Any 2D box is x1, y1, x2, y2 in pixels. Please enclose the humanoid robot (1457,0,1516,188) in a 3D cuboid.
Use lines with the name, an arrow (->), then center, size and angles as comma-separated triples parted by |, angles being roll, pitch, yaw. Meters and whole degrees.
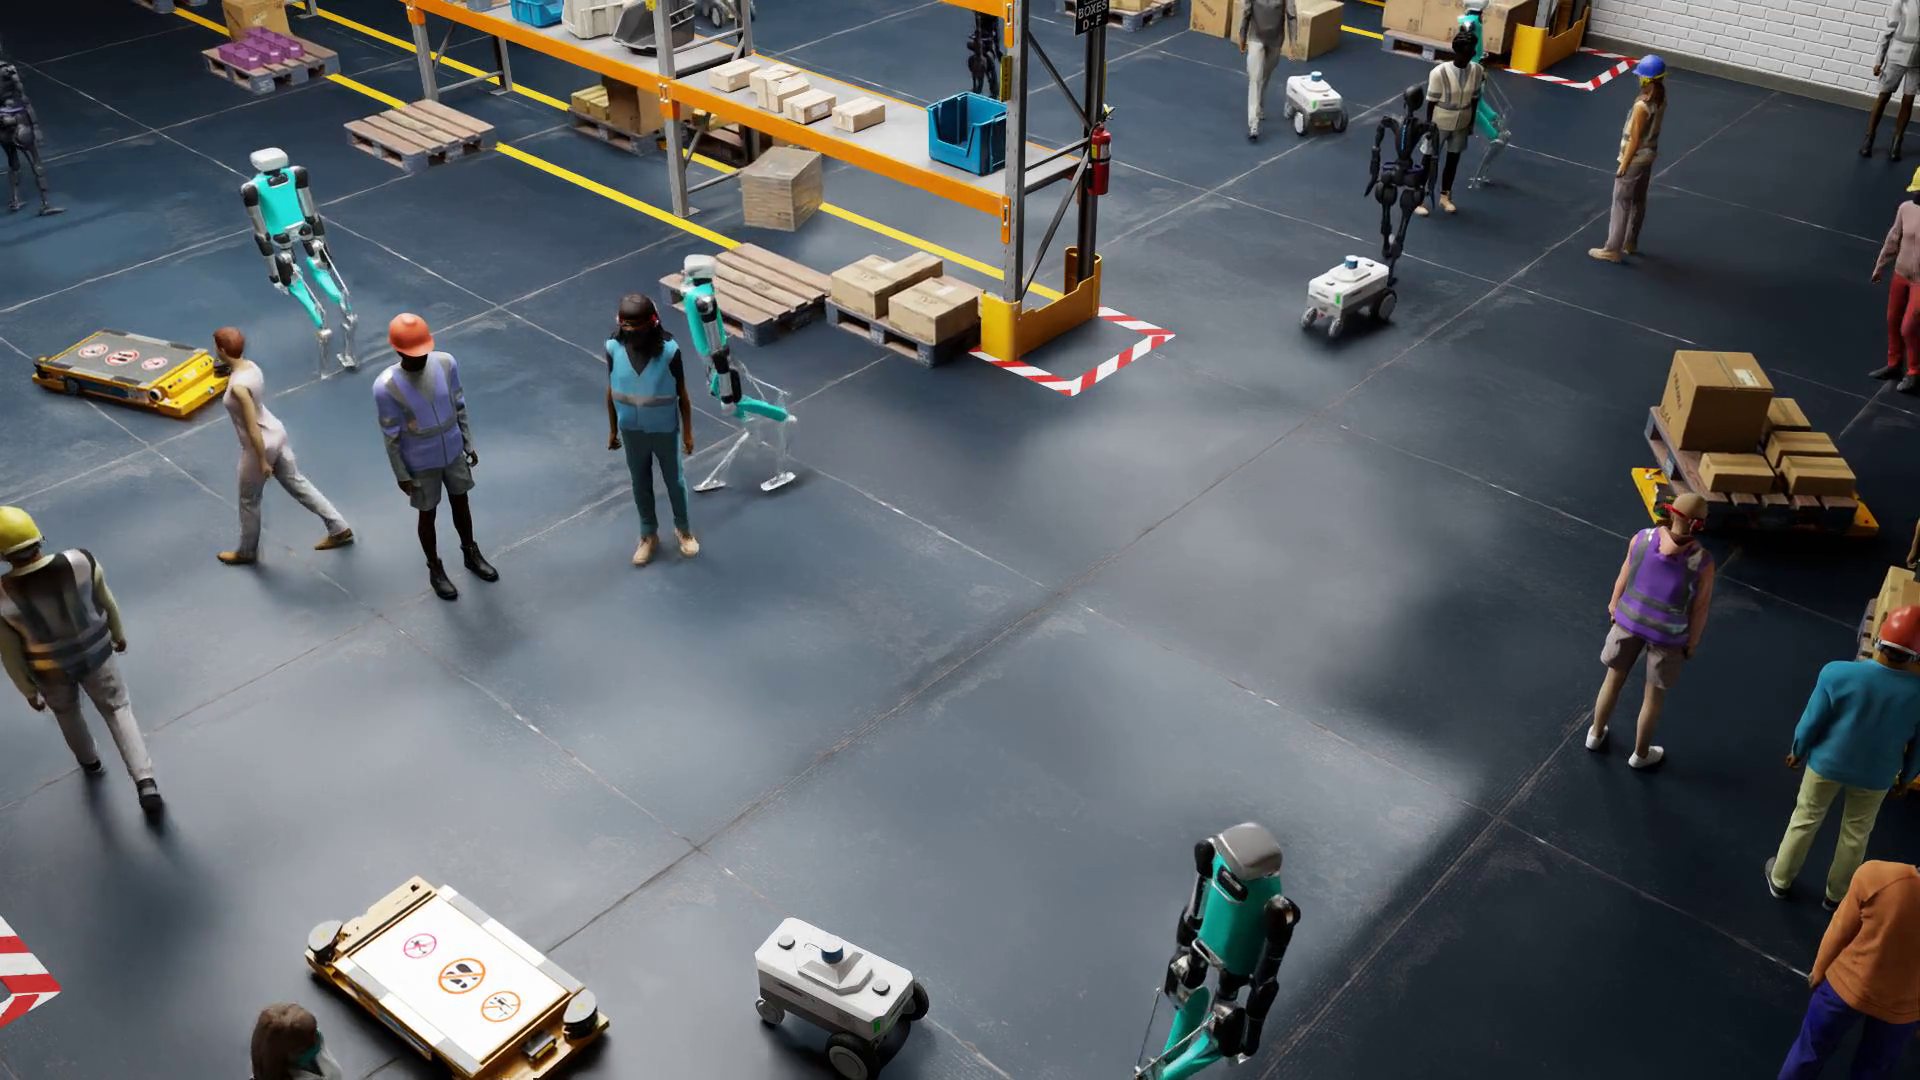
humanoid robot -> 4.945, -4.154, 15.564 | 0.791, 1.804, 0.549 | 12, 36, 17

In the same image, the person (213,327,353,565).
person -> -4.388, -0.590, 10.478 | 0.837, 1.609, 0.467 | -5, 35, -8

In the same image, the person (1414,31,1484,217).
person -> 4.413, -3.754, 14.999 | 0.534, 1.693, 0.320 | -8, 35, -12

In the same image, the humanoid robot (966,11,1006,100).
humanoid robot -> 0.232, -4.913, 16.699 | 0.371, 1.648, 0.586 | 13, 37, 18

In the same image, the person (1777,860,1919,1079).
person -> 3.717, 1.802, 6.708 | 0.518, 1.972, 0.403 | 19, 39, 25

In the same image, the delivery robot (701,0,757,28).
delivery robot -> -2.823, -6.503, 19.985 | 0.499, 0.601, 0.796 | -21, 40, -27

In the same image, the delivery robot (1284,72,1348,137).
delivery robot -> 3.633, -4.487, 17.066 | 0.499, 0.603, 0.792 | -8, 35, -12

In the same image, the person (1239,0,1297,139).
person -> 3.085, -5.019, 16.697 | 0.543, 1.841, 0.987 | 1, 35, 1

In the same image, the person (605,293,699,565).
person -> -1.937, -0.691, 10.417 | 0.549, 1.865, 0.406 | 3, 35, 4

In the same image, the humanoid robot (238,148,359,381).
humanoid robot -> -4.812, -1.989, 12.407 | 0.787, 1.778, 0.530 | 23, 41, 29

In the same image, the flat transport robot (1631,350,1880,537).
flat transport robot -> 5.366, -0.304, 11.250 | 1.431, 0.231, 0.659 | 3, 35, 4

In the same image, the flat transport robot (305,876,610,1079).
flat transport robot -> -2.376, 2.081, 7.796 | 1.431, 0.231, 0.659 | 24, 41, 31

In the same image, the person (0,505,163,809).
person -> -4.583, 0.613, 8.574 | 0.585, 1.799, 0.815 | -23, 41, -30

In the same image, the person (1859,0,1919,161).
person -> 9.154, -4.636, 16.073 | 0.547, 1.925, 0.387 | 13, 37, 18

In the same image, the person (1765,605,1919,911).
person -> 4.293, 1.044, 7.989 | 0.569, 1.749, 0.341 | 15, 37, 20

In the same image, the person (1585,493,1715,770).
person -> 3.682, 0.483, 8.856 | 0.483, 1.691, 0.347 | 28, 44, 34

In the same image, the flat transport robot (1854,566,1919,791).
flat transport robot -> 5.657, 0.987, 9.380 | 0.659, 0.231, 1.431 | 17, 38, 23

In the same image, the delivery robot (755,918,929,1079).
delivery robot -> -0.546, 2.062, 7.584 | 0.788, 0.610, 0.499 | 19, 39, 25

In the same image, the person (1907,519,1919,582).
person -> 5.570, 0.106, 9.283 | 0.499, 1.839, 0.344 | 27, 43, 33

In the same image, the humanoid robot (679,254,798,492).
humanoid robot -> -1.405, -1.096, 11.127 | 0.857, 1.781, 0.583 | -10, 36, -15

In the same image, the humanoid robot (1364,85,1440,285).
humanoid robot -> 3.731, -3.028, 13.993 | 0.608, 1.619, 0.782 | 15, 37, 21

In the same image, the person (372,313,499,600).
person -> -3.186, -0.514, 10.098 | 0.386, 1.929, 0.542 | 28, 43, 34

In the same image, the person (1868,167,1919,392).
person -> 7.071, -1.944, 12.341 | 0.478, 1.727, 0.542 | -13, 37, -18

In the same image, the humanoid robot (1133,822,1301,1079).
humanoid robot -> 0.875, 1.964, 6.702 | 0.817, 1.794, 0.547 | -20, 39, -26

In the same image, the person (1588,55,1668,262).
person -> 5.747, -3.253, 14.204 | 0.375, 1.765, 0.476 | 28, 43, 34

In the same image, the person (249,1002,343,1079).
person -> -2.431, 2.306, 6.246 | 0.393, 1.641, 0.533 | 0, 35, 0

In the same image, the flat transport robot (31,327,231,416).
flat transport robot -> -6.283, -1.287, 12.675 | 1.431, 0.231, 0.659 | 12, 36, 17

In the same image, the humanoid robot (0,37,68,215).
humanoid robot -> -8.586, -3.751, 15.000 | 0.603, 1.643, 0.374 | 15, 37, 21

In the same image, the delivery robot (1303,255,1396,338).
delivery robot -> 3.149, -2.016, 13.479 | 0.797, 0.595, 0.499 | -27, 43, -33
